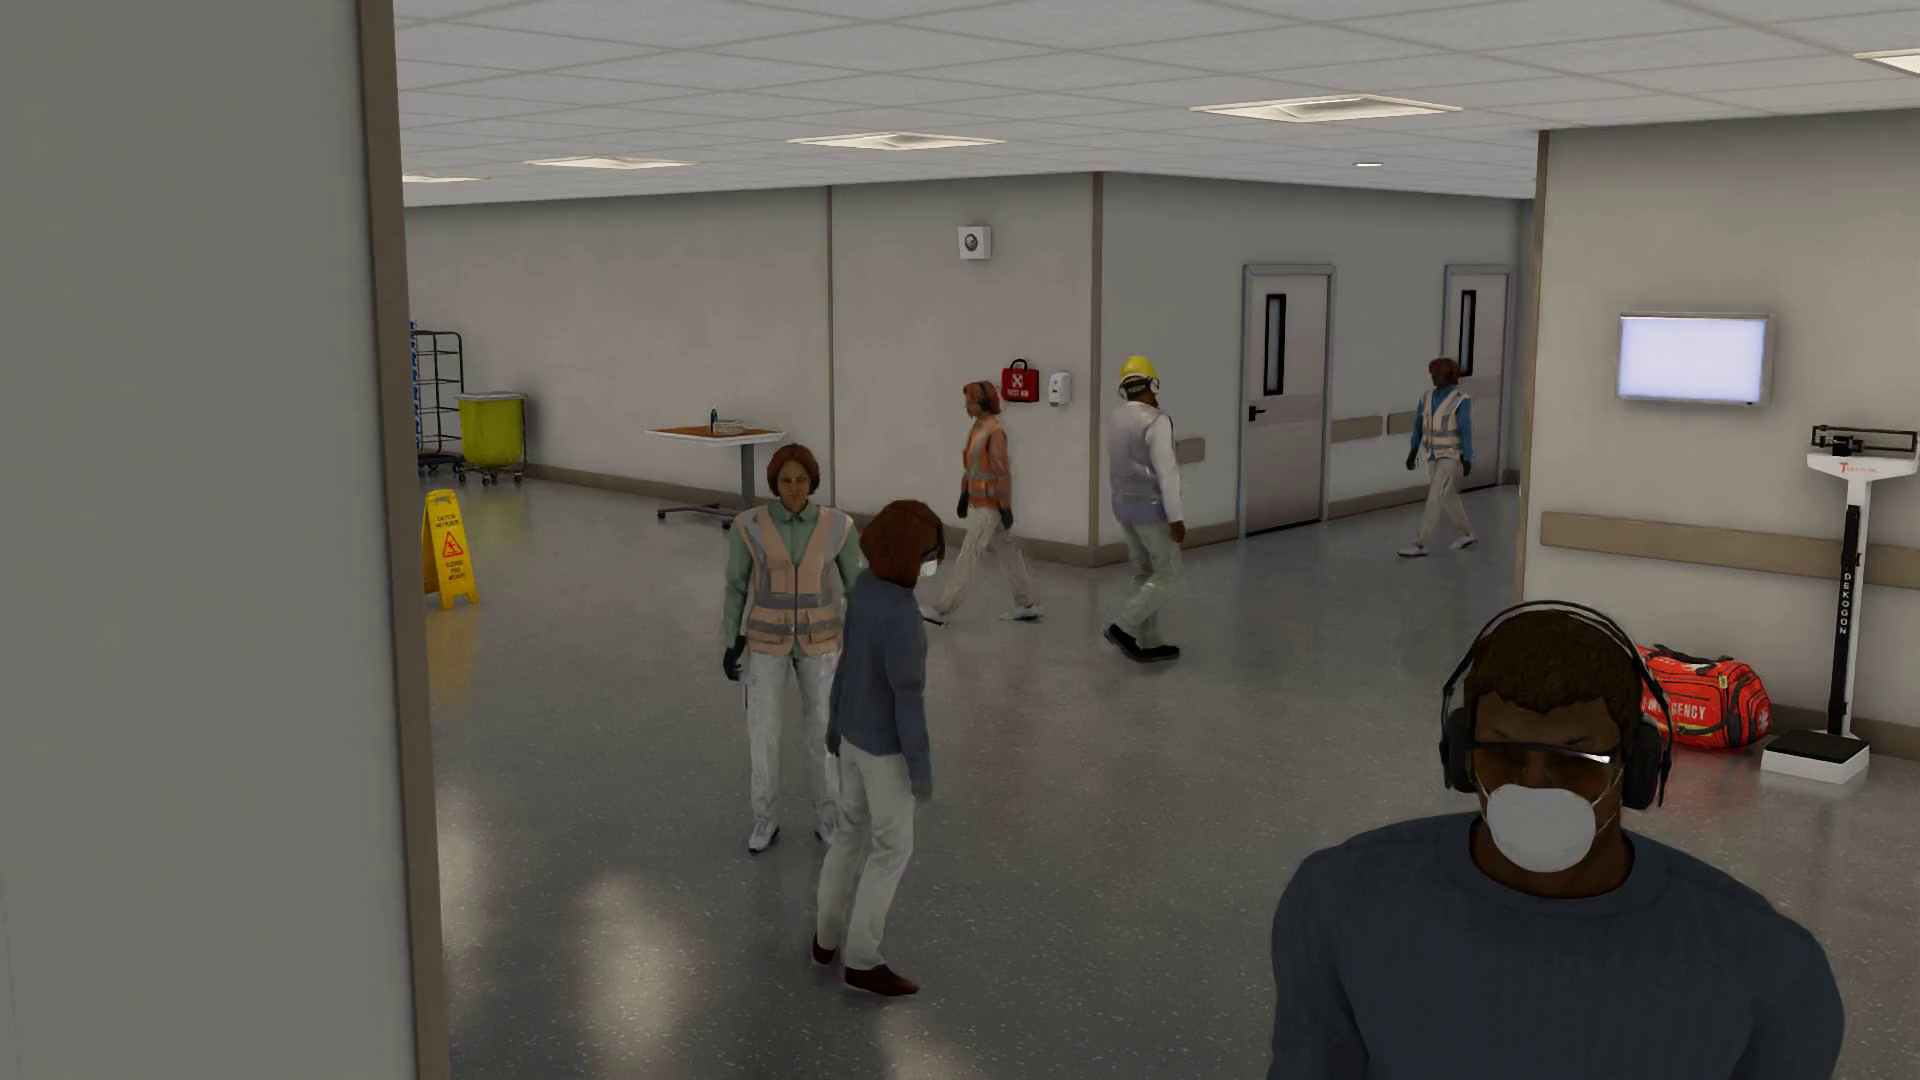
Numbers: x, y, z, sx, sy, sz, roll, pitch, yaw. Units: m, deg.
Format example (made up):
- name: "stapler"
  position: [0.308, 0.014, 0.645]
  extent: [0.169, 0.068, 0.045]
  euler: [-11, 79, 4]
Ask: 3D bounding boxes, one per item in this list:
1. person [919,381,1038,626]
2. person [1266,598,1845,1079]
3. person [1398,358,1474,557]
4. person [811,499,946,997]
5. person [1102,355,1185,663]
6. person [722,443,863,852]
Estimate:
- name: "person"
  position: [0.111, -0.227, 10.693]
  extent: [0.896, 1.579, 0.548]
  euler: [-2, 9, -12]
- name: "person"
  position: [0.649, 1.022, 1.961]
  extent: [0.632, 1.940, 0.372]
  euler: [3, 10, 19]
- name: "person"
  position: [3.895, -0.677, 13.430]
  extent: [0.873, 1.592, 0.536]
  euler: [-5, 10, -26]
- name: "person"
  position: [-0.273, 0.645, 5.315]
  extent: [0.396, 1.597, 0.644]
  euler: [-4, 10, -23]
- name: "person"
  position: [1.063, -0.160, 9.636]
  extent: [0.501, 1.799, 0.652]
  euler: [-4, 10, -24]
- name: "person"
  position: [-0.631, 0.428, 6.540]
  extent: [0.596, 1.628, 0.336]
  euler: [-2, 9, -11]
